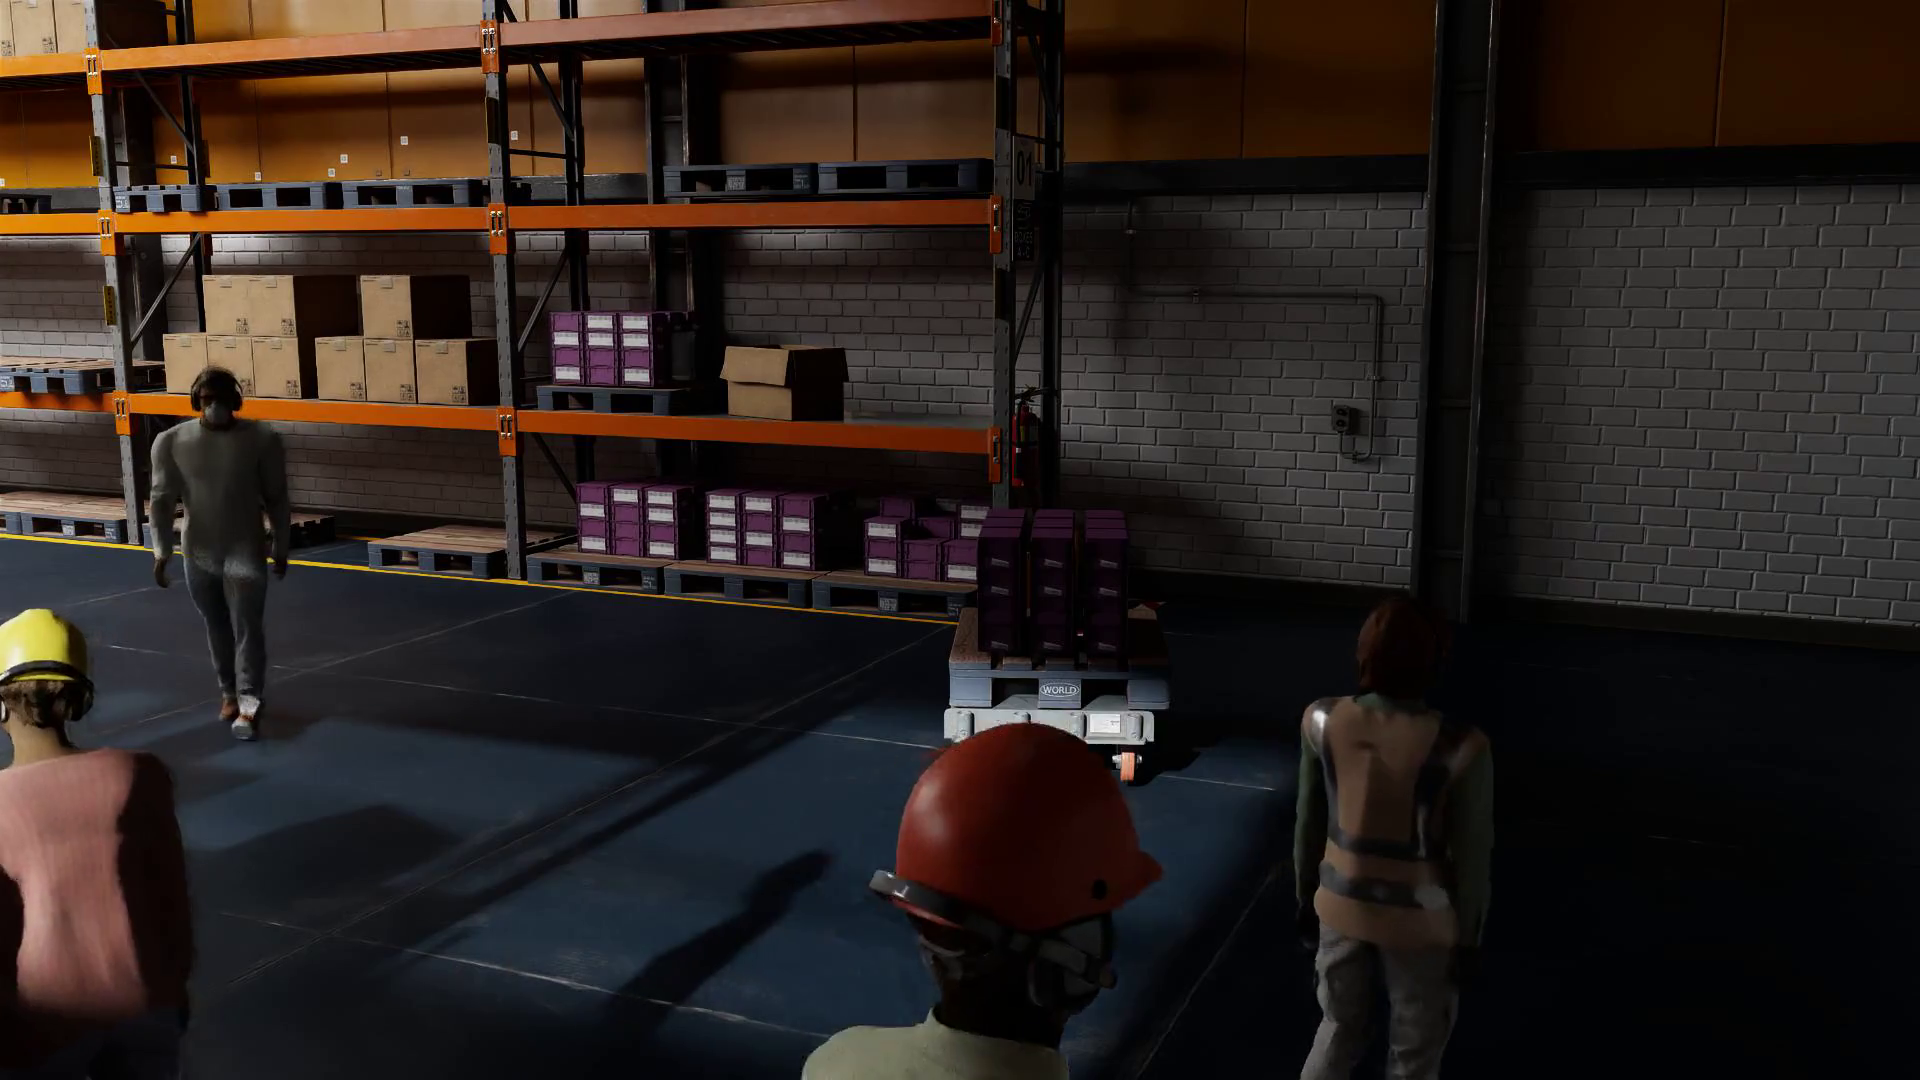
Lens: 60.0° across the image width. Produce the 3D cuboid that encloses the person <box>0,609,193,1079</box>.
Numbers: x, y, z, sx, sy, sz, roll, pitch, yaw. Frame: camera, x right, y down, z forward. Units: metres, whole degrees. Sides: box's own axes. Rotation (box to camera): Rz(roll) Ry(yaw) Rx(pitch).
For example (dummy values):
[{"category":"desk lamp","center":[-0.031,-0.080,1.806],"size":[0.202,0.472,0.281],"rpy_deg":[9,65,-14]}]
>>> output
[{"category":"person","center":[-1.845,1.003,3.463],"size":[0.932,1.697,0.578],"rpy_deg":[7,12,36]}]

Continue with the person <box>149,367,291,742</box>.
[{"category":"person","center":[-3.757,0.076,8.461],"size":[0.641,1.883,1.027],"rpy_deg":[-3,10,-15]}]

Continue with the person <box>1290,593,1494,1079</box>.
[{"category":"person","center":[1.004,0.946,4.038],"size":[0.515,1.628,0.539],"rpy_deg":[8,12,40]}]

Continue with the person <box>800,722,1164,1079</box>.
[{"category":"person","center":[-0.014,1.168,1.747],"size":[0.924,1.962,0.615],"rpy_deg":[-6,11,-34]}]
